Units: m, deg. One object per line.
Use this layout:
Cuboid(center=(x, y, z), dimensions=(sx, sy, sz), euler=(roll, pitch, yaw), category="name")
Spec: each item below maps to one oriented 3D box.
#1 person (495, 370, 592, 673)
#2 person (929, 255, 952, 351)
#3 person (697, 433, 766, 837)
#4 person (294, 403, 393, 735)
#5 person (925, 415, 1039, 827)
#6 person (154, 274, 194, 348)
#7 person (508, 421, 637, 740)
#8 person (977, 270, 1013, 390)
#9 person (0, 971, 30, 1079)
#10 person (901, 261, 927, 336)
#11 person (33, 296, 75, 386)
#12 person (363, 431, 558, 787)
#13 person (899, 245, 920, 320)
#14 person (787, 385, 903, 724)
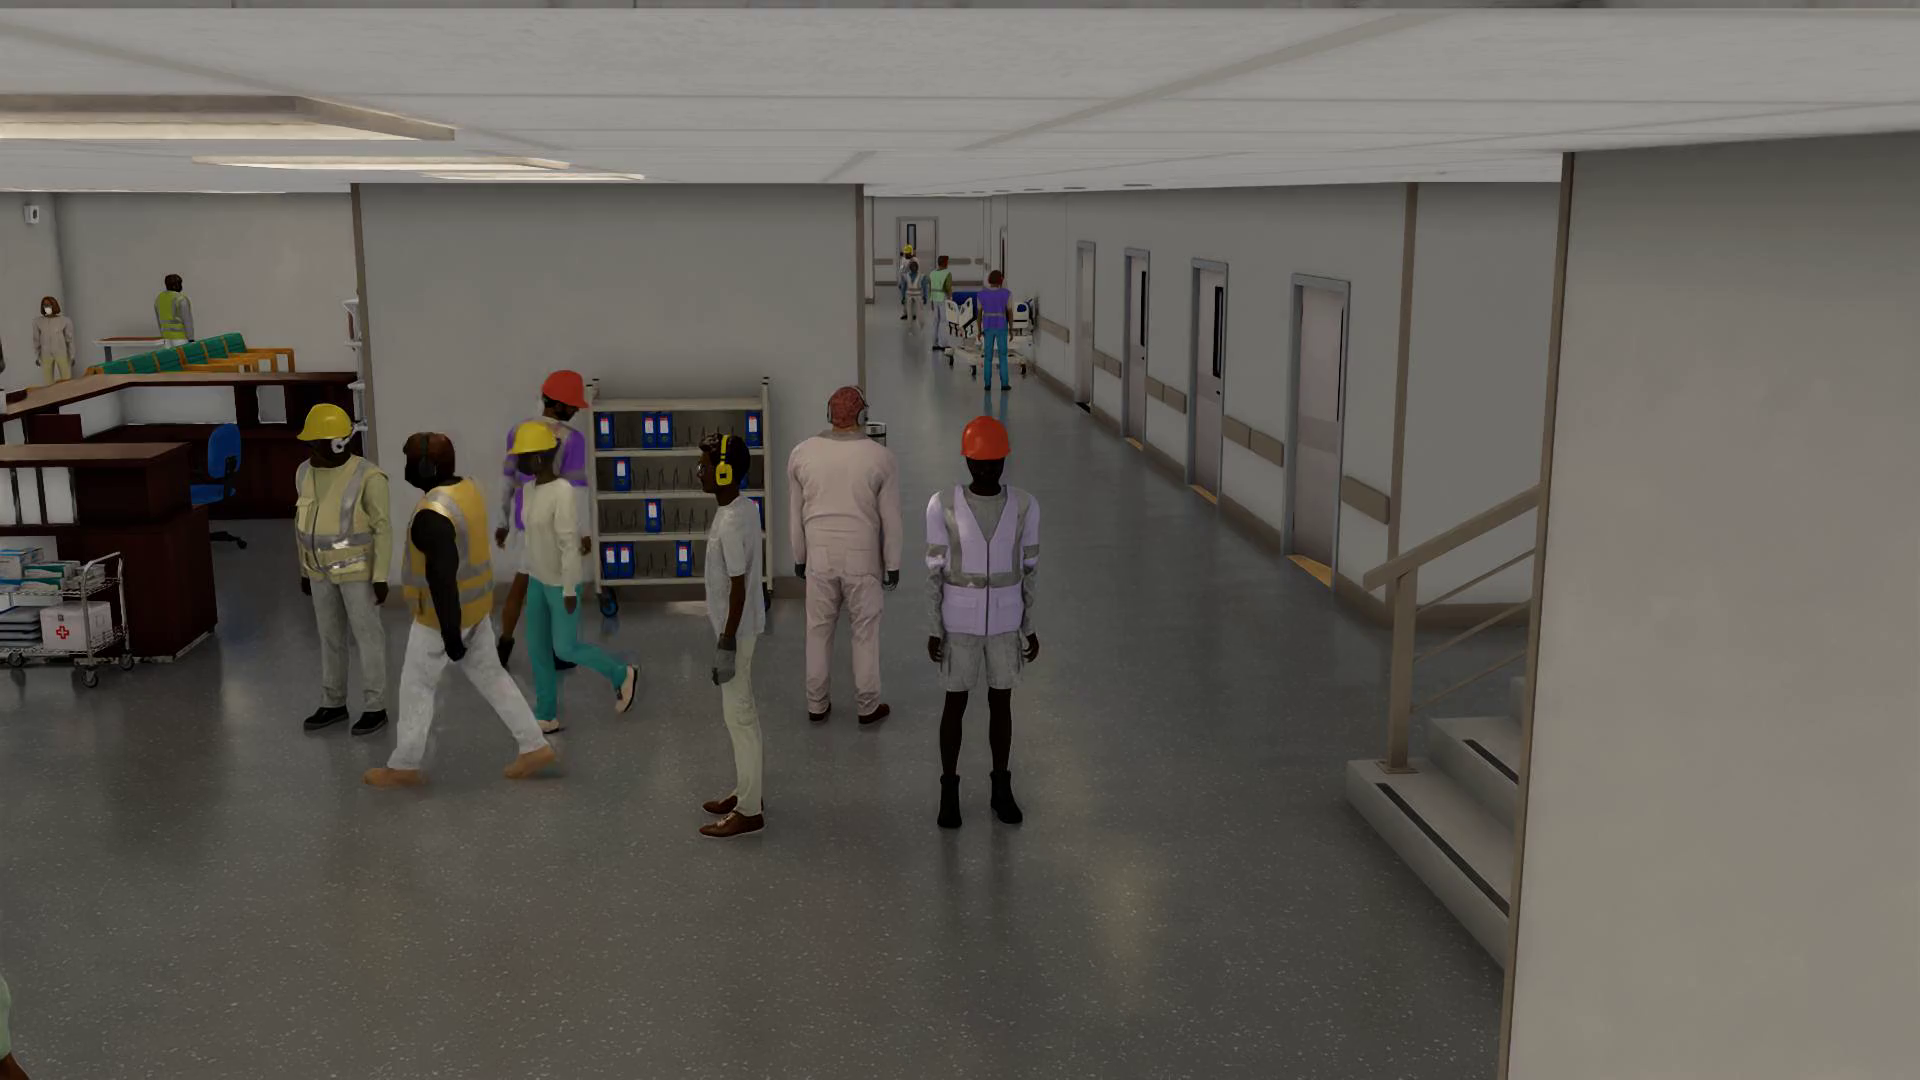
Cuboid(center=(-2.610, -0.112, 10.293), dimensions=(0.723, 1.883, 0.458), euler=(4, 12, 20), category="person")
Cuboid(center=(-0.374, -4.610, 32.368), dimensions=(0.375, 1.844, 0.567), euler=(-11, 16, -43), category="person")
Cuboid(center=(-1.062, 0.435, 7.653), dimensions=(0.328, 1.872, 0.508), euler=(-1, 12, -3), category="person")
Cuboid(center=(-3.387, 0.159, 9.109), dimensions=(0.592, 1.828, 0.404), euler=(4, 12, 21), category="person")
Cuboid(center=(0.110, 0.382, 7.746), dimensions=(0.542, 1.939, 0.365), euler=(-2, 12, -9), category="person")
Cuboid(center=(-11.419, -2.957, 24.305), dimensions=(0.626, 1.844, 0.429), euler=(5, 13, 22), category="person")
Cuboid(center=(-2.148, 0.204, 9.071), dimensions=(0.626, 1.745, 0.541), euler=(-10, 16, -42), category="person")
Cuboid(center=(0.538, -3.217, 25.556), dimensions=(0.563, 1.848, 0.391), euler=(2, 12, 10), category="person")
Cuboid(center=(-2.318, 1.217, 3.638), dimensions=(0.389, 1.949, 0.603), euler=(3, 12, 16), category="person")
Cuboid(center=(-0.972, -5.204, 35.820), dimensions=(0.541, 1.622, 0.455), euler=(2, 12, 10), category="person")
Cuboid(center=(-12.186, -2.462, 22.393), dimensions=(0.498, 1.634, 0.280), euler=(-3, 12, -16), category="person")
Cuboid(center=(-2.487, 0.349, 8.265), dimensions=(0.932, 1.804, 0.625), euler=(1, 12, 5), category="person")
Cuboid(center=(-1.247, -6.295, 40.668), dimensions=(0.591, 1.824, 0.403), euler=(8, 14, 33), category="person")
Cuboid(center=(-0.626, 0.089, 9.288), dimensions=(0.648, 1.901, 0.399), euler=(2, 12, 11), category="person")
